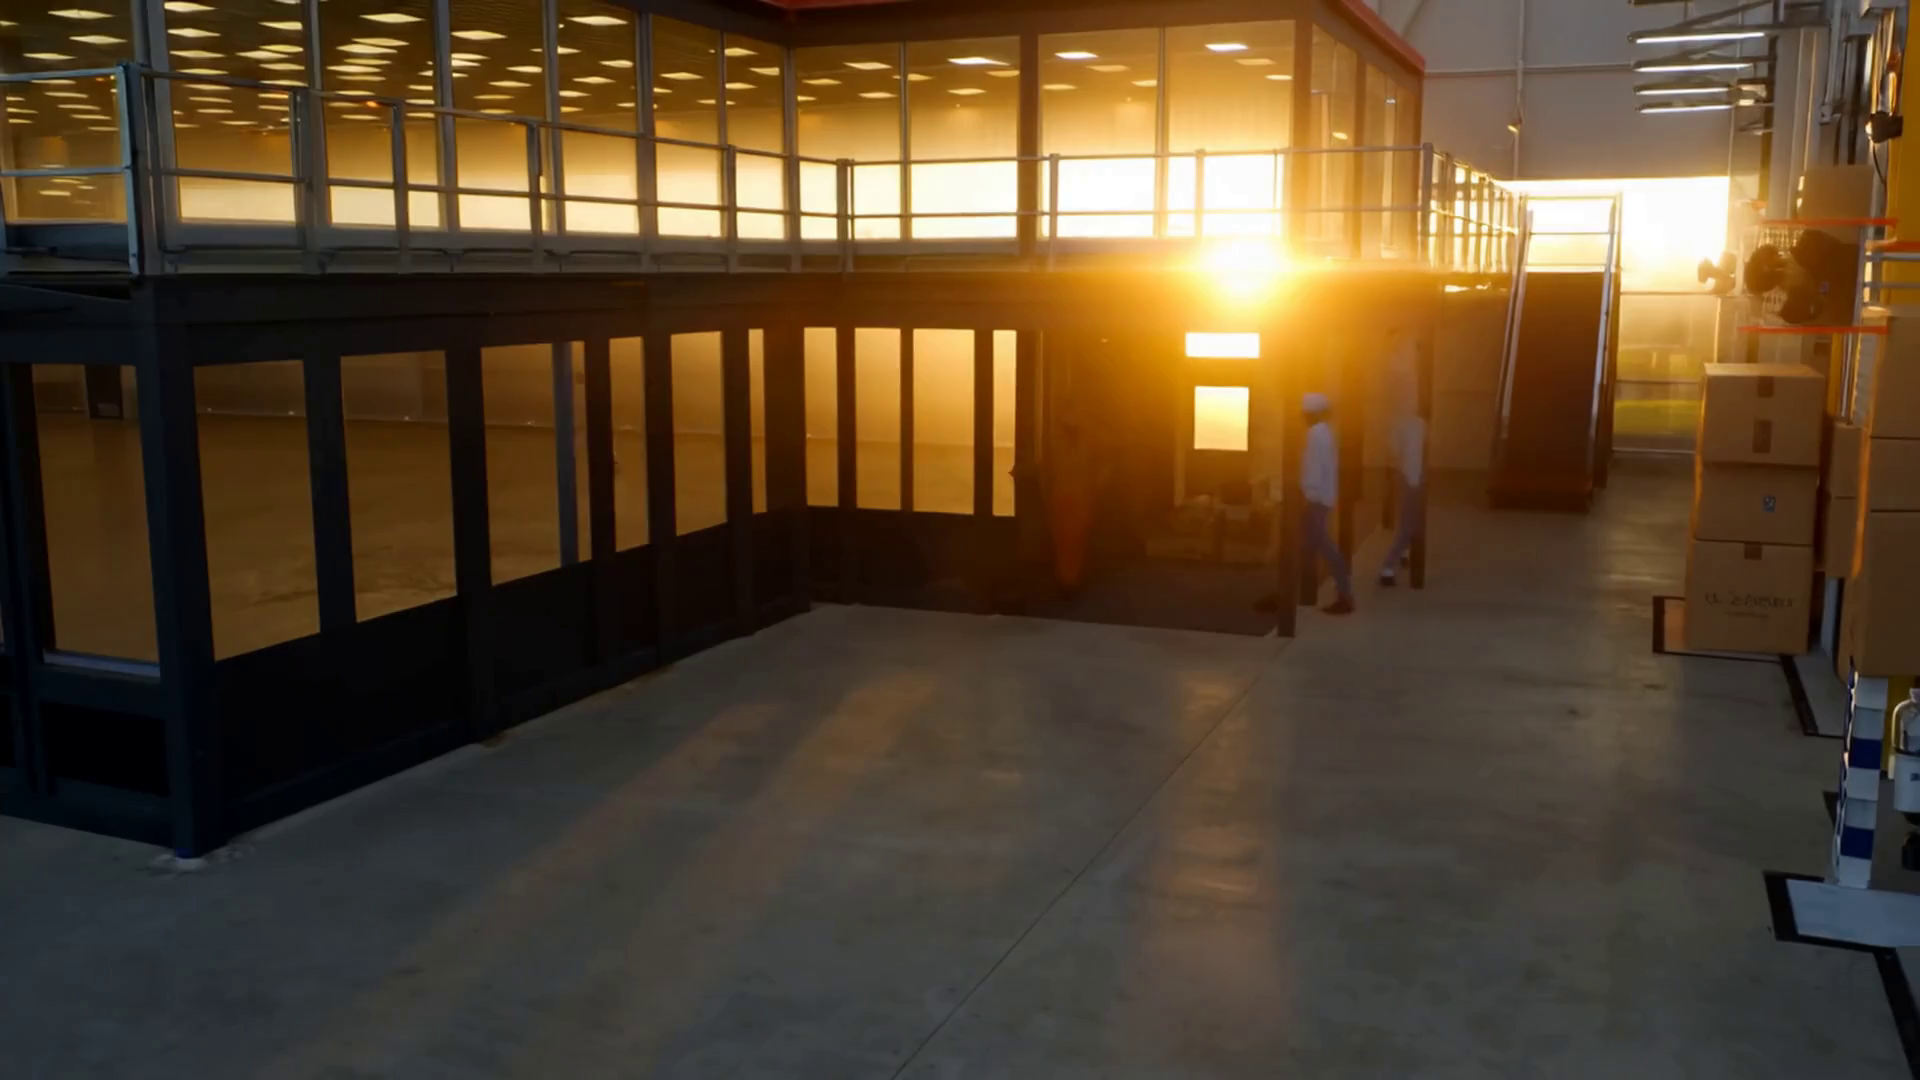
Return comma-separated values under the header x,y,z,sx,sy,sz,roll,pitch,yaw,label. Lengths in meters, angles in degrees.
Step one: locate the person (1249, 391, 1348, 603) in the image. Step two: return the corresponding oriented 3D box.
x,y,z,sx,sy,sz,roll,pitch,yaw,label
3.164,-0.385,15.311,0.973,1.944,0.637,3,10,20,person
